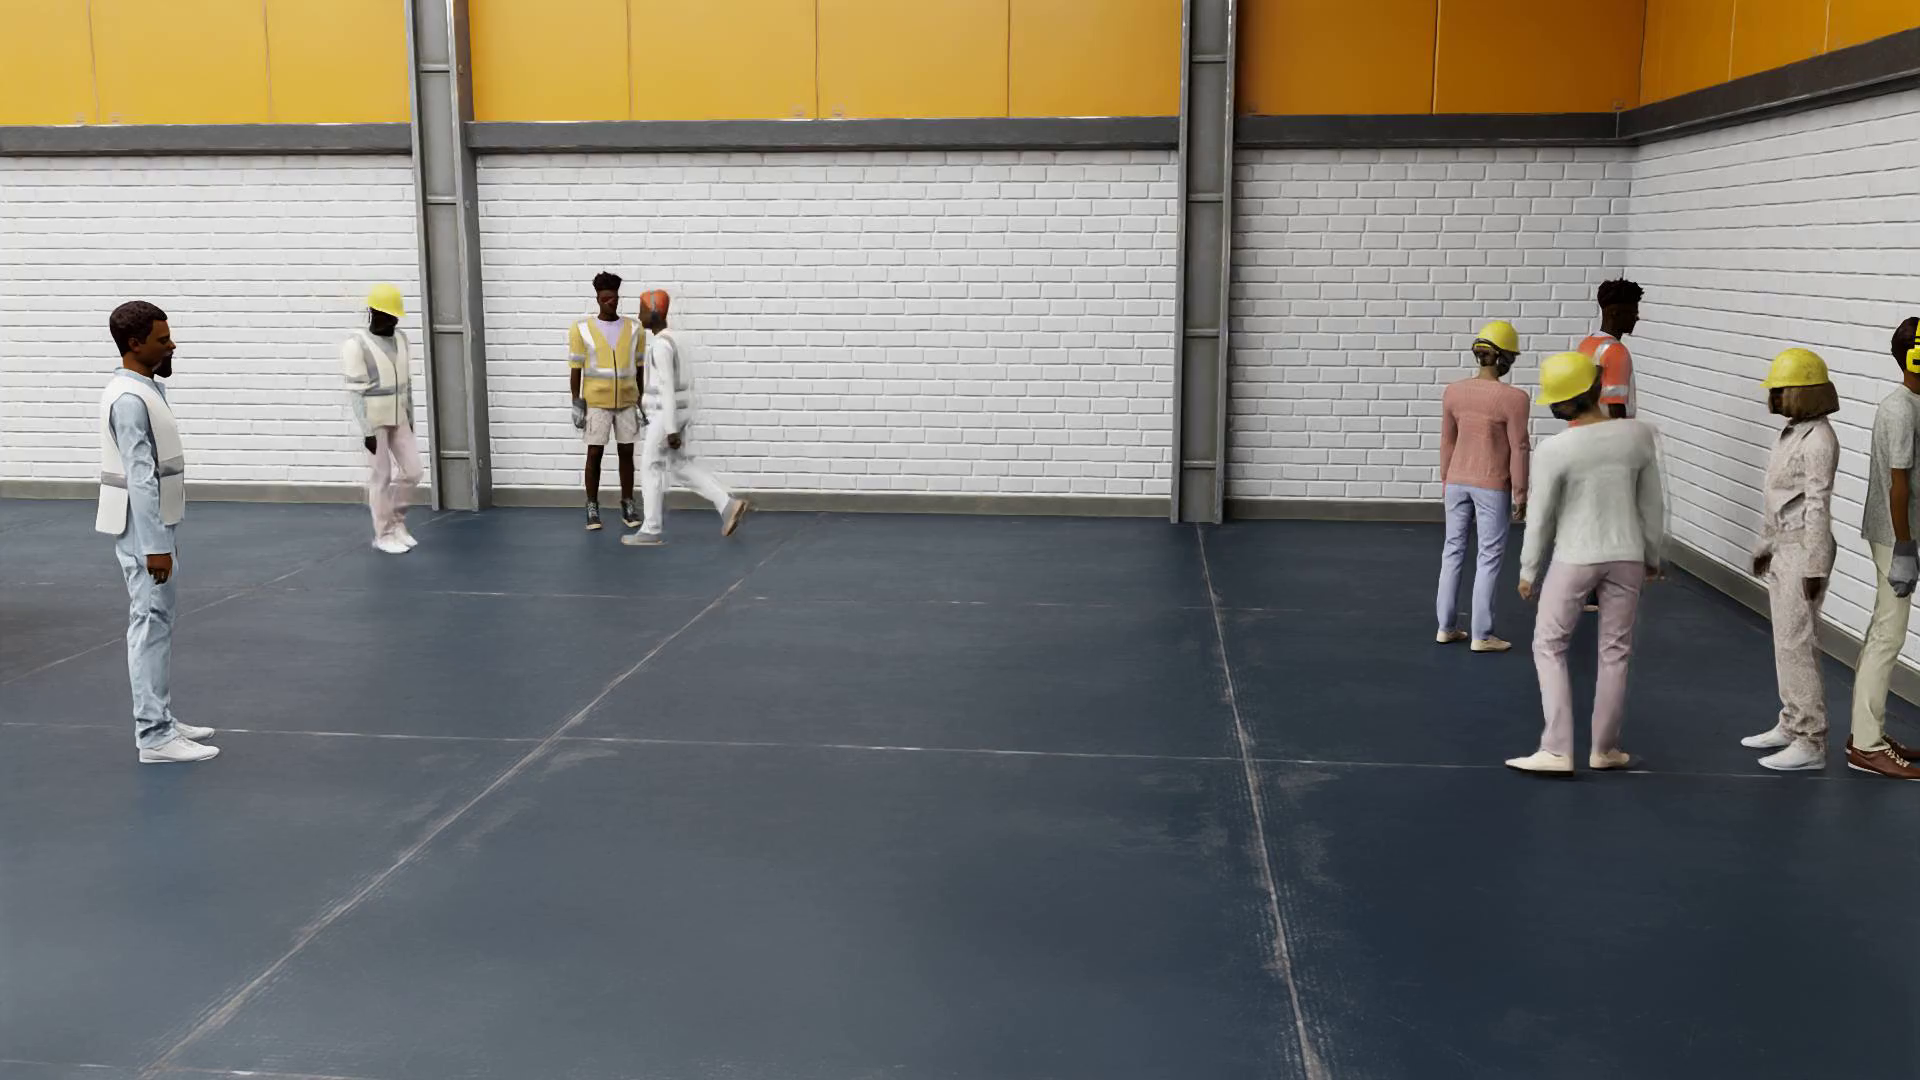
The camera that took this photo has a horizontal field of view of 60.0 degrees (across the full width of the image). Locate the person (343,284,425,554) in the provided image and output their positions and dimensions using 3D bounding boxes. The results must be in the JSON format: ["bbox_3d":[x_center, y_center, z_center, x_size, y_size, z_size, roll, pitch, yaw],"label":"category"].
[{"bbox_3d":[-3.977,-0.824,11.559,0.483,1.886,0.625,5,11,26],"label":"person"}]

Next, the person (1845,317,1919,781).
[{"bbox_3d":[3.845,0.024,6.762,0.328,1.872,0.513,5,11,28],"label":"person"}]

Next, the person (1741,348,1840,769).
[{"bbox_3d":[3.441,0.073,6.891,0.347,1.733,0.503,2,10,13],"label":"person"}]

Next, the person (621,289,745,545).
[{"bbox_3d":[-2.015,-0.870,11.941,0.817,1.859,0.600,0,10,2],"label":"person"}]

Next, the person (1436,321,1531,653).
[{"bbox_3d":[2.782,-0.278,8.826,0.344,1.756,0.532,-8,13,-38],"label":"person"}]

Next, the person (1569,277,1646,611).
[{"bbox_3d":[3.811,-0.565,9.862,0.366,1.962,0.614,0,10,0],"label":"person"}]

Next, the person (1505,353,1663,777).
[{"bbox_3d":[2.530,0.113,6.701,0.632,1.722,0.348,-1,10,-5],"label":"person"}]

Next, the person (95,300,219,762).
[{"bbox_3d":[-3.386,-0.032,6.943,0.391,1.920,0.593,-5,11,-26],"label":"person"}]

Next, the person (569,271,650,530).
[{"bbox_3d":[-2.671,-1.063,12.713,0.613,1.963,0.362,-5,11,-26],"label":"person"}]
